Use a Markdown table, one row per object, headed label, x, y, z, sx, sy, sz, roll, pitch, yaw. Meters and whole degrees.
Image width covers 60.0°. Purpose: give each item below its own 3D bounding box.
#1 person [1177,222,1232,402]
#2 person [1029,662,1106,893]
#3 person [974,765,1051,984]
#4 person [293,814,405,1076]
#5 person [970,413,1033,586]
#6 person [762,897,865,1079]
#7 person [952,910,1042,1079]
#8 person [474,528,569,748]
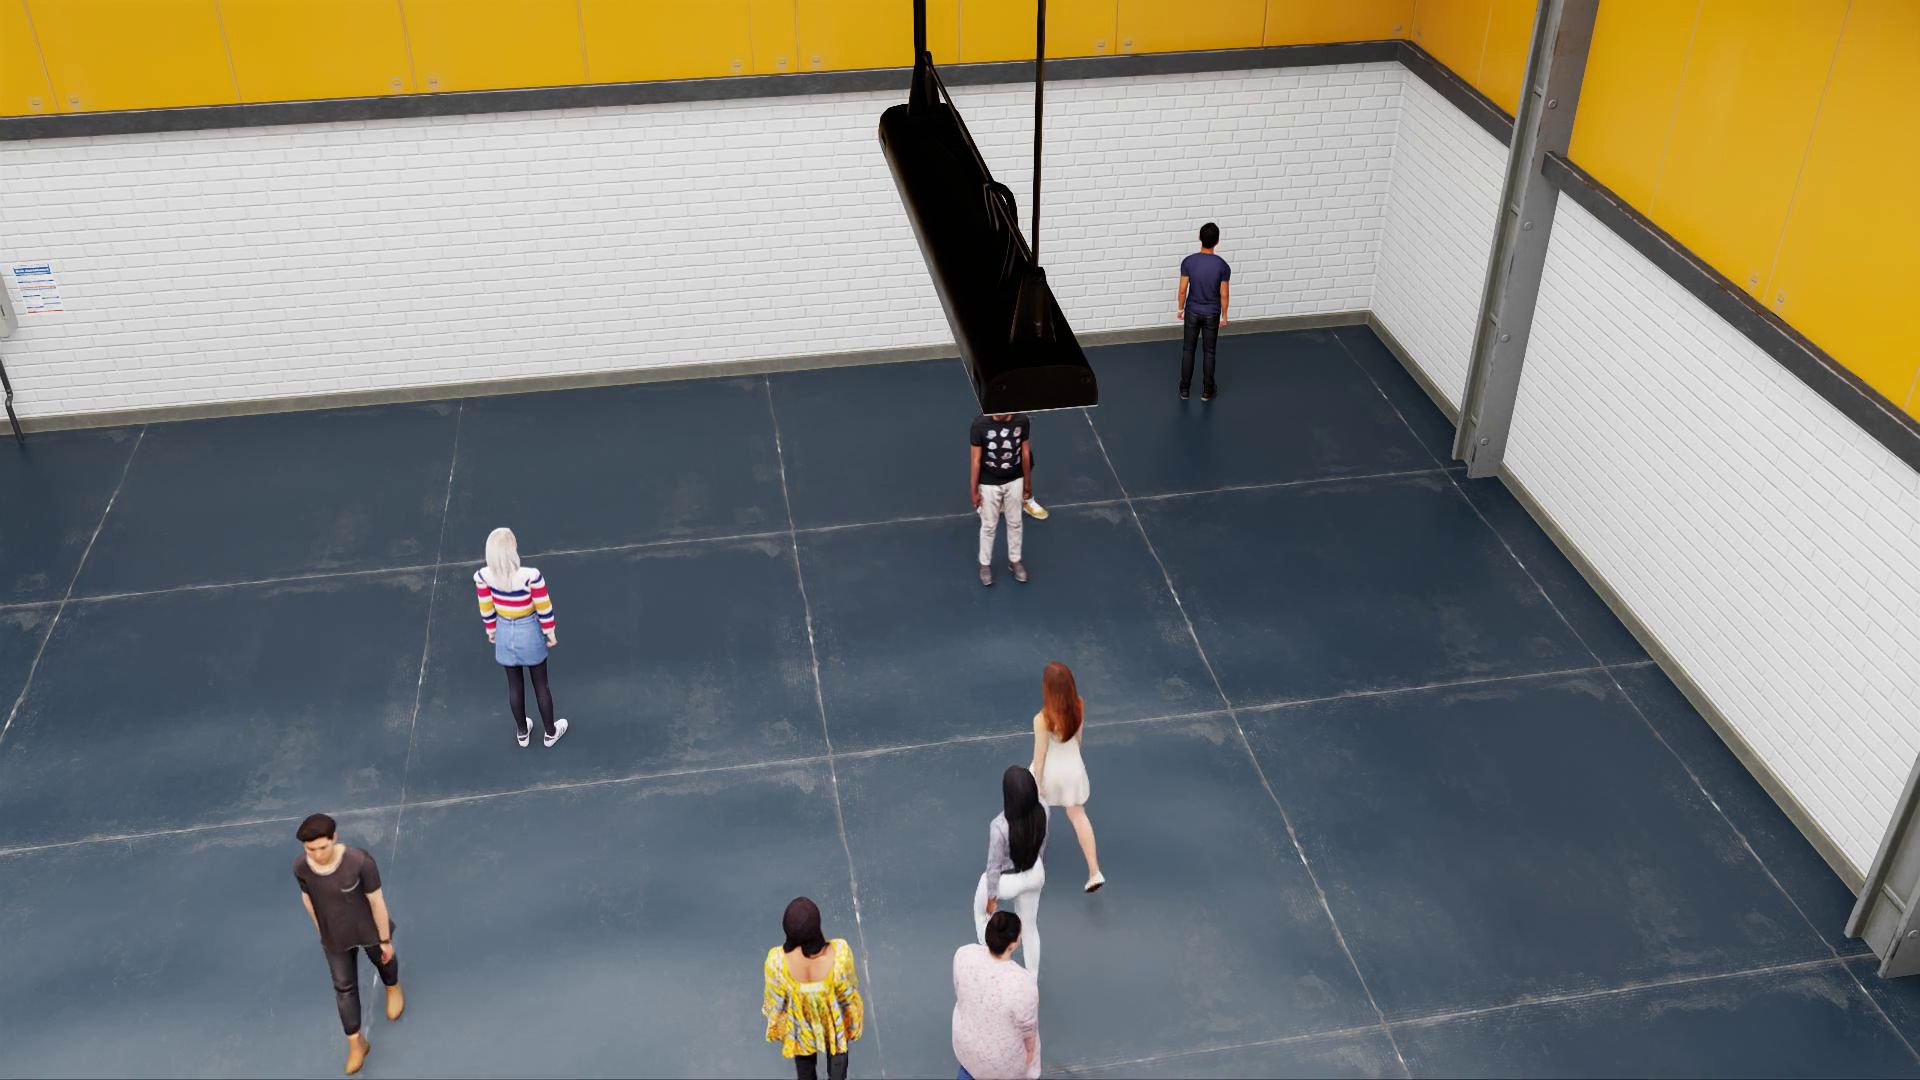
| label | x | y | z | sx | sy | sz | roll | pitch | yaw |
| --- | --- | --- | --- | --- | --- | --- | --- | --- | --- |
| person | 2.327 | -2.192 | 16.010 | 0.716 | 1.790 | 0.664 | 7 | 34 | 10 |
| person | 0.673 | 1.510 | 10.535 | 0.773 | 1.686 | 1.129 | -17 | 37 | -23 |
| person | 0.369 | 2.057 | 9.695 | 0.803 | 1.705 | 0.915 | -20 | 38 | -27 |
| person | -3.471 | 2.157 | 9.568 | 0.649 | 1.679 | 0.951 | -5 | 34 | -8 |
| person | 0.327 | -0.475 | 13.418 | 0.668 | 1.801 | 0.620 | -8 | 34 | -12 |
| person | -0.773 | 2.605 | 8.923 | 0.676 | 1.646 | 0.706 | -5 | 34 | -8 |
| person | 0.165 | 2.611 | 8.827 | 0.789 | 1.744 | 0.856 | 23 | 40 | 31 |
| person | -3.094 | 0.680 | 11.673 | 0.698 | 1.808 | 0.592 | 2 | 34 | 3 |
